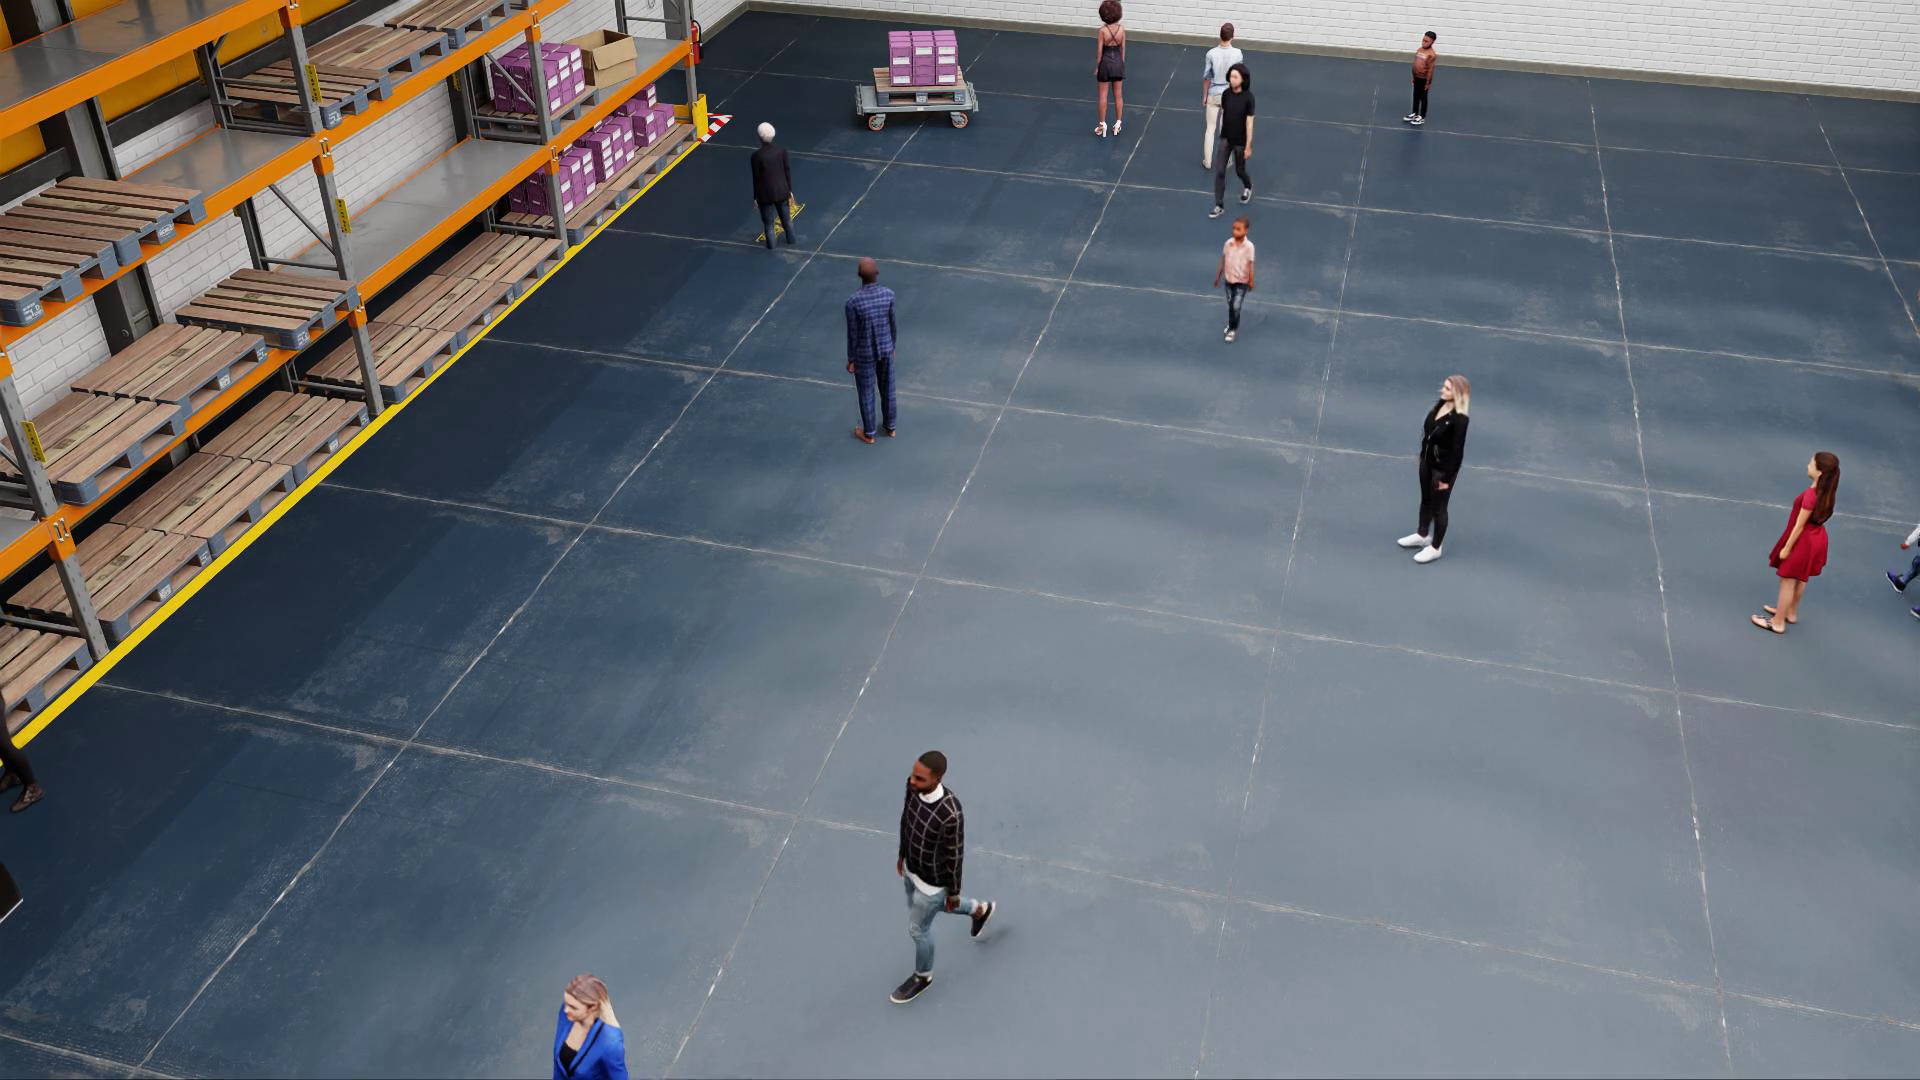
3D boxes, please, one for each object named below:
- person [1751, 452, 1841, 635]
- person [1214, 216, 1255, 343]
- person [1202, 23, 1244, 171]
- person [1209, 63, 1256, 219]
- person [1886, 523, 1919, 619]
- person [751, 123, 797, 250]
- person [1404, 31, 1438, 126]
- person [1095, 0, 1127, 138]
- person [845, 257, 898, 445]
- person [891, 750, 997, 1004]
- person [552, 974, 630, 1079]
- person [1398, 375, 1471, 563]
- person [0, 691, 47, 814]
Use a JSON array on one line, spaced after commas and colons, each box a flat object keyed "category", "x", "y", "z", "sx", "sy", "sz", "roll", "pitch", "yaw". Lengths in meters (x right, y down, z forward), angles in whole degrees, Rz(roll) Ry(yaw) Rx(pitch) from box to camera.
[{"category": "person", "x": 6.535, "y": 0.013, "z": 12.871, "sx": 0.674, "sy": 1.551, "sz": 0.735, "roll": -26, "pitch": 42, "yaw": -33}, {"category": "person", "x": 2.908, "y": -2.747, "z": 17.252, "sx": 0.668, "sy": 1.298, "sz": 0.755, "roll": 23, "pitch": 40, "yaw": 31}, {"category": "person", "x": 3.319, "y": -5.621, "z": 21.080, "sx": 0.666, "sy": 1.847, "sz": 0.573, "roll": 5, "pitch": 34, "yaw": 8}, {"category": "person", "x": 3.337, "y": -4.803, "z": 19.894, "sx": 0.928, "sy": 1.797, "sz": 1.185, "roll": 23, "pitch": 40, "yaw": 31}, {"category": "person", "x": 7.701, "y": 0.069, "z": 13.074, "sx": 0.760, "sy": 1.232, "sz": 0.928, "roll": -8, "pitch": 34, "yaw": -12}, {"category": "person", "x": -2.115, "y": -3.965, "z": 19.224, "sx": 0.839, "sy": 1.781, "sz": 0.801, "roll": -16, "pitch": 37, "yaw": -23}, {"category": "person", "x": 6.317, "y": -6.312, "z": 22.654, "sx": 0.650, "sy": 1.255, "sz": 0.580, "roll": -15, "pitch": 37, "yaw": -21}, {"category": "person", "x": 1.996, "y": -6.265, "z": 22.102, "sx": 0.668, "sy": 1.786, "sz": 0.704, "roll": -9, "pitch": 35, "yaw": -13}, {"category": "person", "x": -0.789, "y": -1.744, "z": 15.272, "sx": 0.764, "sy": 1.819, "sz": 0.815, "roll": -15, "pitch": 37, "yaw": -22}, {"category": "person", "x": -0.101, "y": 1.908, "z": 9.797, "sx": 1.130, "sy": 1.798, "sz": 1.068, "roll": -19, "pitch": 38, "yaw": -26}, {"category": "person", "x": -1.784, "y": 2.812, "z": 8.567, "sx": 1.210, "sy": 1.654, "sz": 1.002, "roll": -29, "pitch": 43, "yaw": -36}, {"category": "person", "x": 3.955, "y": -0.603, "z": 13.675, "sx": 0.746, "sy": 1.687, "sz": 0.638, "roll": -9, "pitch": 35, "yaw": -13}, {"category": "person", "x": -6.561, "y": 1.083, "z": 11.183, "sx": 0.651, "sy": 1.638, "sz": 0.641, "roll": 25, "pitch": 41, "yaw": 33}]
